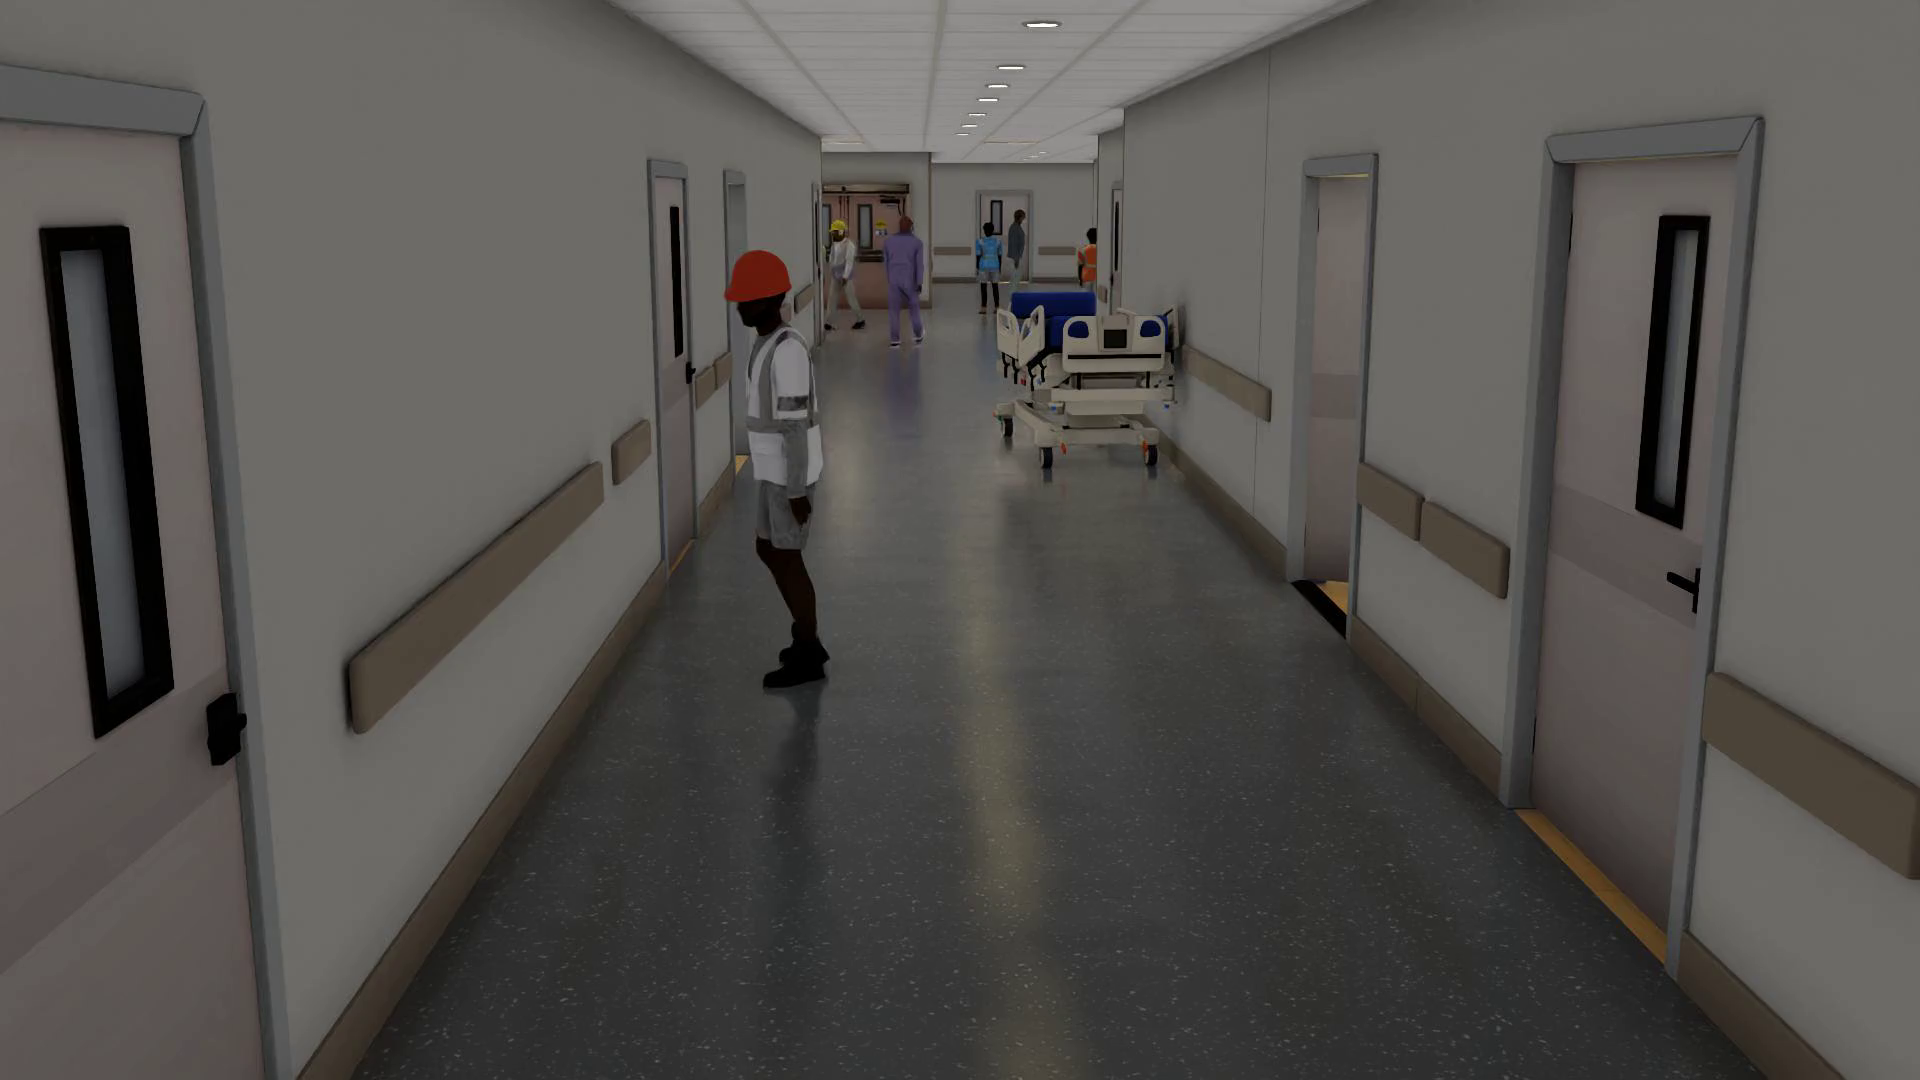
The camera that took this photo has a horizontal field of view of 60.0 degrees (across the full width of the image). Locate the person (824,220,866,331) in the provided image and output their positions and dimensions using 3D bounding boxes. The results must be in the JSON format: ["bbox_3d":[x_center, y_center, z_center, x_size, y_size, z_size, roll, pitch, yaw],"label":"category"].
[{"bbox_3d":[-1.916,-4.309,27.136,0.594,1.784,0.905,11,16,44],"label":"person"}]

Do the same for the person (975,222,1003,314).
[{"bbox_3d":[0.536,-5.067,31.023,0.540,1.696,0.317,-3,12,-16],"label":"person"}]

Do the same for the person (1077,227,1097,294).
[{"bbox_3d":[2.186,-4.314,27.413,0.532,1.665,0.769,2,12,9],"label":"person"}]

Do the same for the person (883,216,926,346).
[{"bbox_3d":[-0.792,-3.825,24.557,0.656,1.859,0.989,3,12,14],"label":"person"}]

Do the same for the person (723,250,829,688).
[{"bbox_3d":[-0.789,-0.304,7.292,0.493,1.915,0.599,-4,12,-18],"label":"person"}]

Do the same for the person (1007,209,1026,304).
[{"bbox_3d":[1.117,-5.516,32.651,0.377,1.931,0.636,2,12,9],"label":"person"}]
